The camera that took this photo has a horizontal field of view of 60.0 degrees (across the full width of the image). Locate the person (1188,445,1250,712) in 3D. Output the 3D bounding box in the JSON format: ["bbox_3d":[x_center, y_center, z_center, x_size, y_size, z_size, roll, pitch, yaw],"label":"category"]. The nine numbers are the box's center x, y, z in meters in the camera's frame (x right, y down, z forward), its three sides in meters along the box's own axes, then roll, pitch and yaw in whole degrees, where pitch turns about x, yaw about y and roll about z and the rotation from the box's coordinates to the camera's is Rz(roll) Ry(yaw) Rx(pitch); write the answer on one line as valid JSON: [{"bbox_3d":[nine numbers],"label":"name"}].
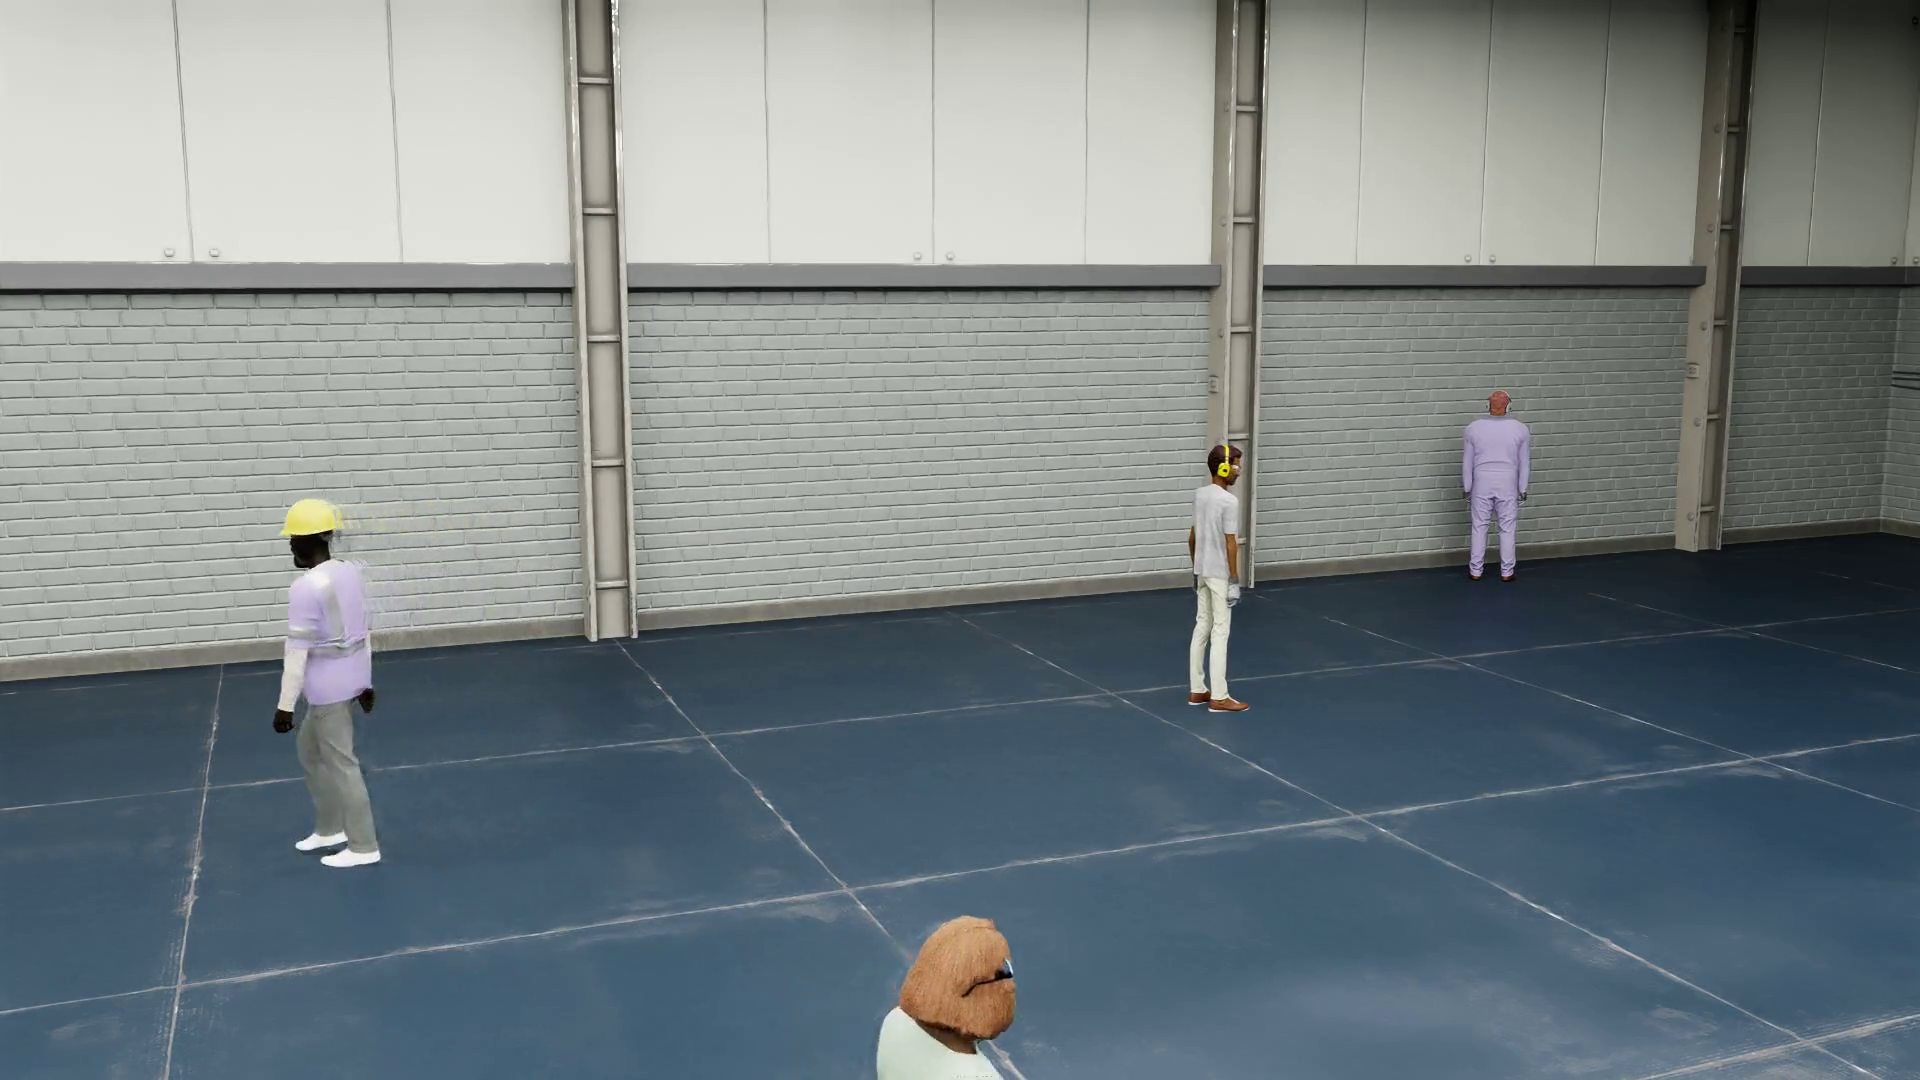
[{"bbox_3d":[1.795,0.263,11.626,0.334,1.864,0.517,-4,10,-26],"label":"person"}]

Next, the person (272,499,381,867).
[{"bbox_3d":[-3.290,0.745,8.472,0.674,1.904,0.591,0,9,0],"label":"person"}]

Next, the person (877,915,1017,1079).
[{"bbox_3d":[-0.071,1.636,3.764,0.548,1.616,0.511,-7,11,-36],"label":"person"}]

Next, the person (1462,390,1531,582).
[{"bbox_3d":[5.300,-0.530,16.465,0.645,1.908,0.408,3,10,18],"label":"person"}]
